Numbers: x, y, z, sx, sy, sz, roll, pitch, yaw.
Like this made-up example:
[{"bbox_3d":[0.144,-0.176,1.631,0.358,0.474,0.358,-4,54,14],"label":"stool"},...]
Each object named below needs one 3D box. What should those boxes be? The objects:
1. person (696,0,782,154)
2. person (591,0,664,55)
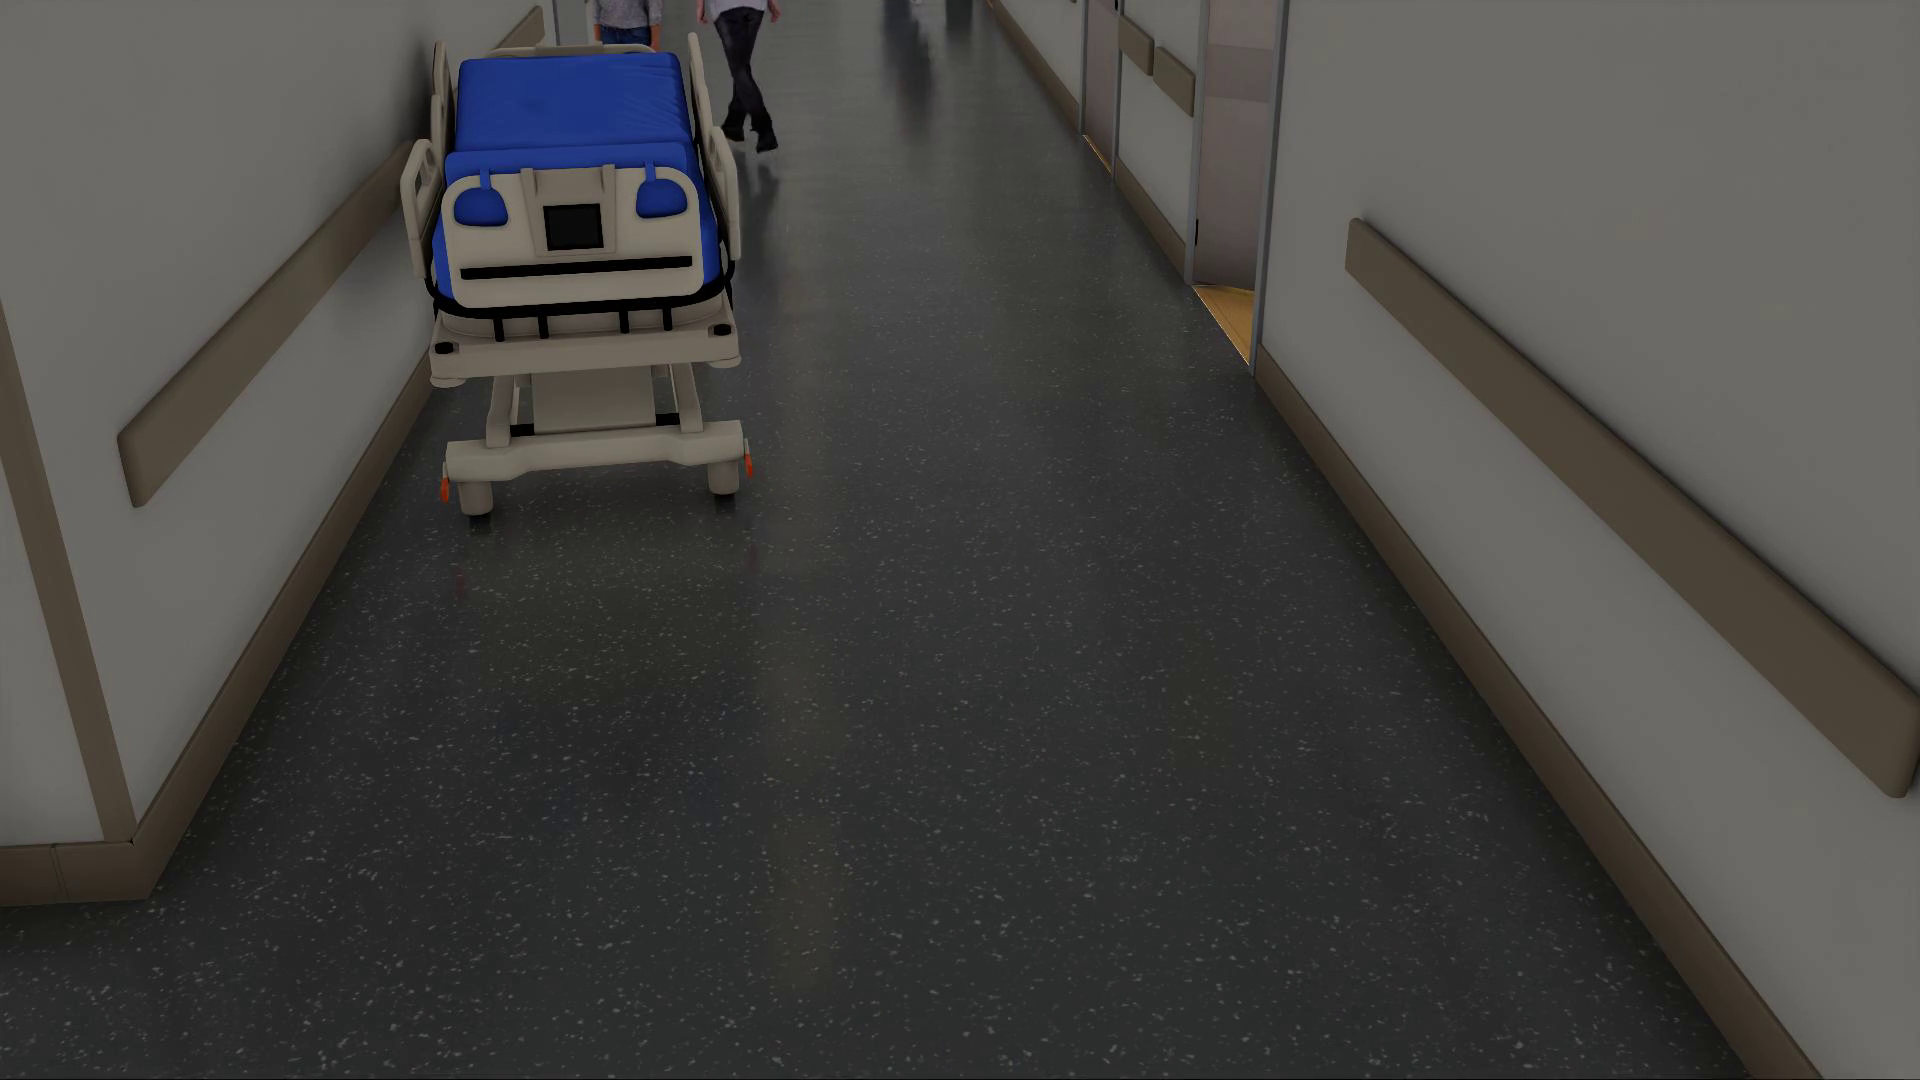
[{"bbox_3d":[-1.362,-3.315,10.483,1.220,1.783,1.188,-18,31,-33],"label":"person"},{"bbox_3d":[-1.966,-2.944,9.889,0.596,1.632,0.737,9,27,18],"label":"person"}]
